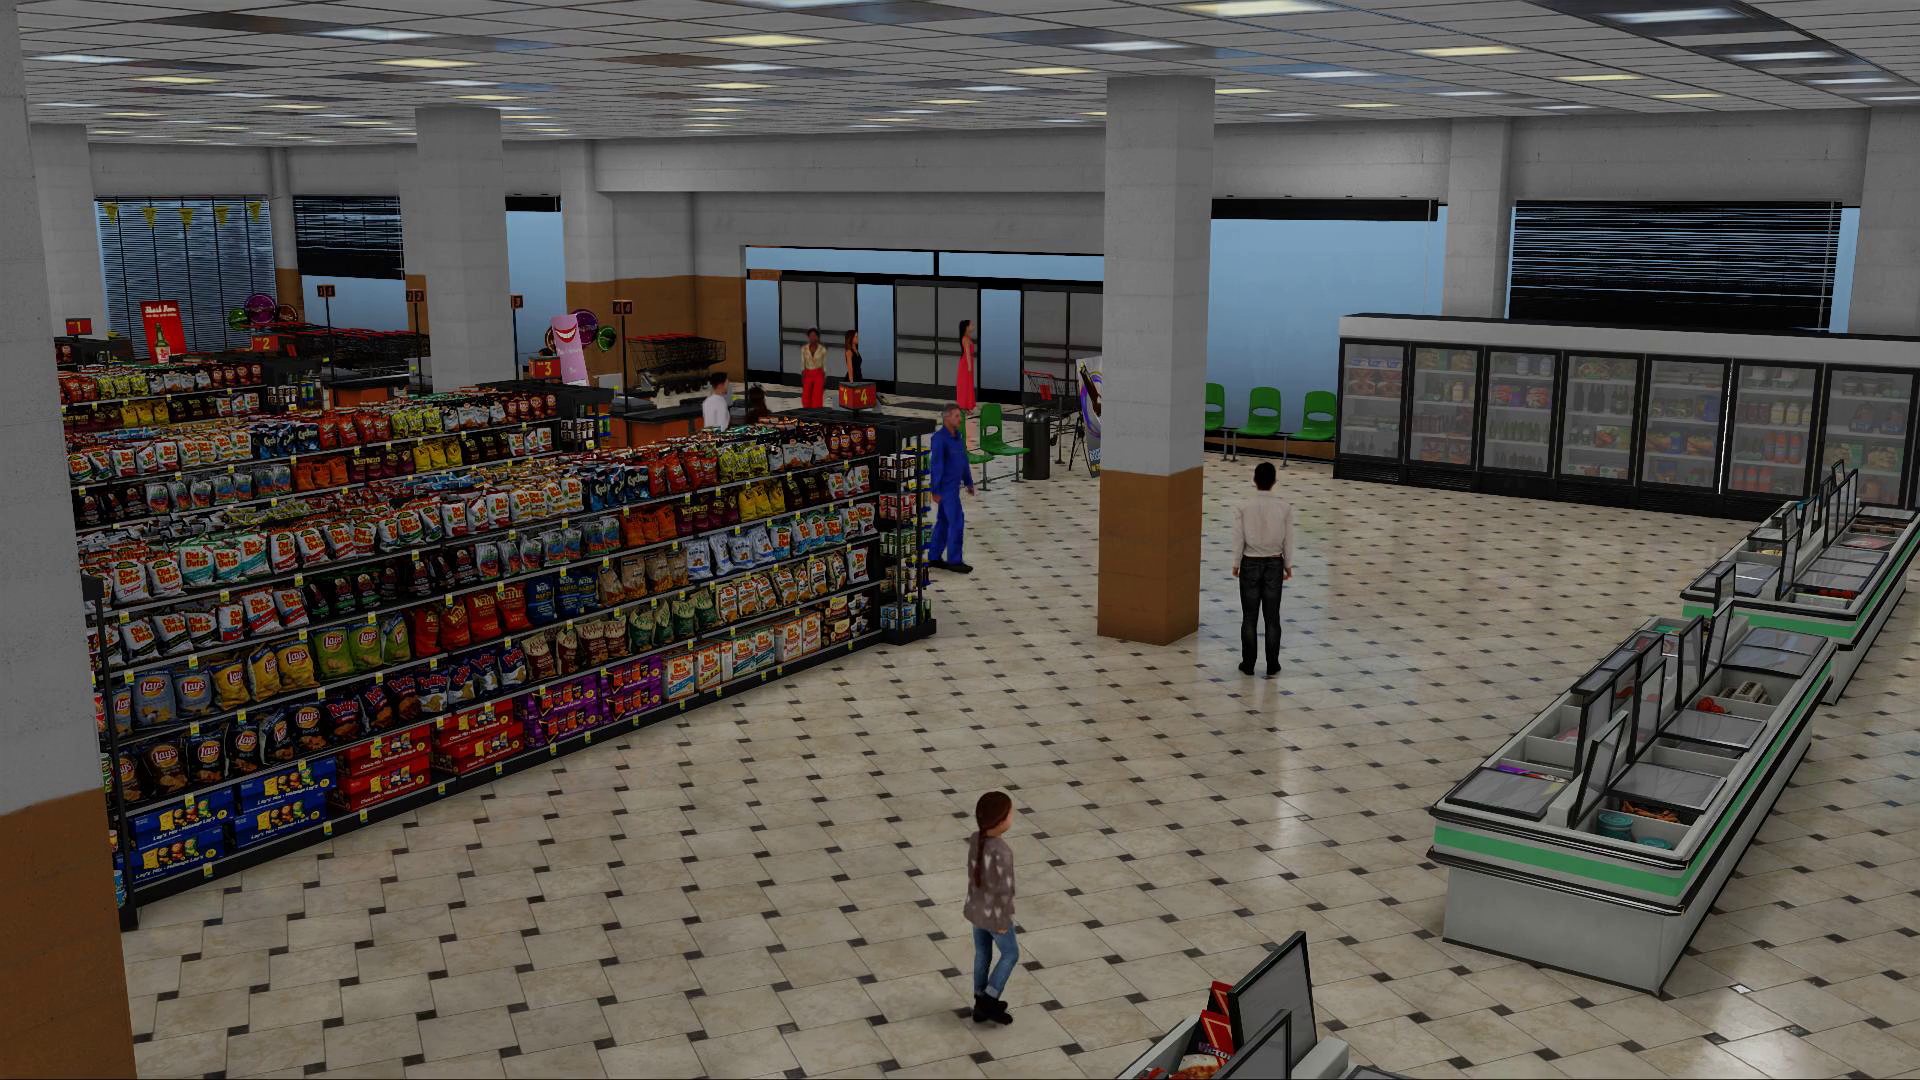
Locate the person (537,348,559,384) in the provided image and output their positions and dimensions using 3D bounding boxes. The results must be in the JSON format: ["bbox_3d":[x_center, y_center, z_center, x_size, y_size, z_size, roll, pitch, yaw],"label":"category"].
[{"bbox_3d":[-6.385,-2.156,25.781,0.642,1.645,0.506,8,14,34],"label":"person"}]

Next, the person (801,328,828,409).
[{"bbox_3d":[-2.432,-2.642,27.769,0.916,1.778,1.044,-1,12,-3],"label":"person"}]

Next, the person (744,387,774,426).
[{"bbox_3d":[-2.371,-0.962,20.006,0.961,1.689,1.065,1,12,6],"label":"person"}]

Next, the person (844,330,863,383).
[{"bbox_3d":[-1.728,-2.470,26.809,0.709,1.835,0.584,3,12,12],"label":"person"}]

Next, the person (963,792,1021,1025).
[{"bbox_3d":[0.109,1.802,8.093,0.552,1.188,0.534,-9,15,-37],"label":"person"}]

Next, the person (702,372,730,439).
[{"bbox_3d":[-3.070,-1.104,20.329,1.157,1.832,0.821,-8,14,-33],"label":"person"}]

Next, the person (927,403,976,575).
[{"bbox_3d":[-0.214,-0.559,17.813,0.907,1.804,0.866,4,13,20],"label":"person"}]

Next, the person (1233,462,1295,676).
[{"bbox_3d":[2.543,0.240,14.001,0.741,1.811,0.734,1,12,6],"label":"person"}]

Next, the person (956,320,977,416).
[{"bbox_3d":[0.116,-3.154,30.324,0.778,1.727,0.701,-1,12,-4],"label":"person"}]
